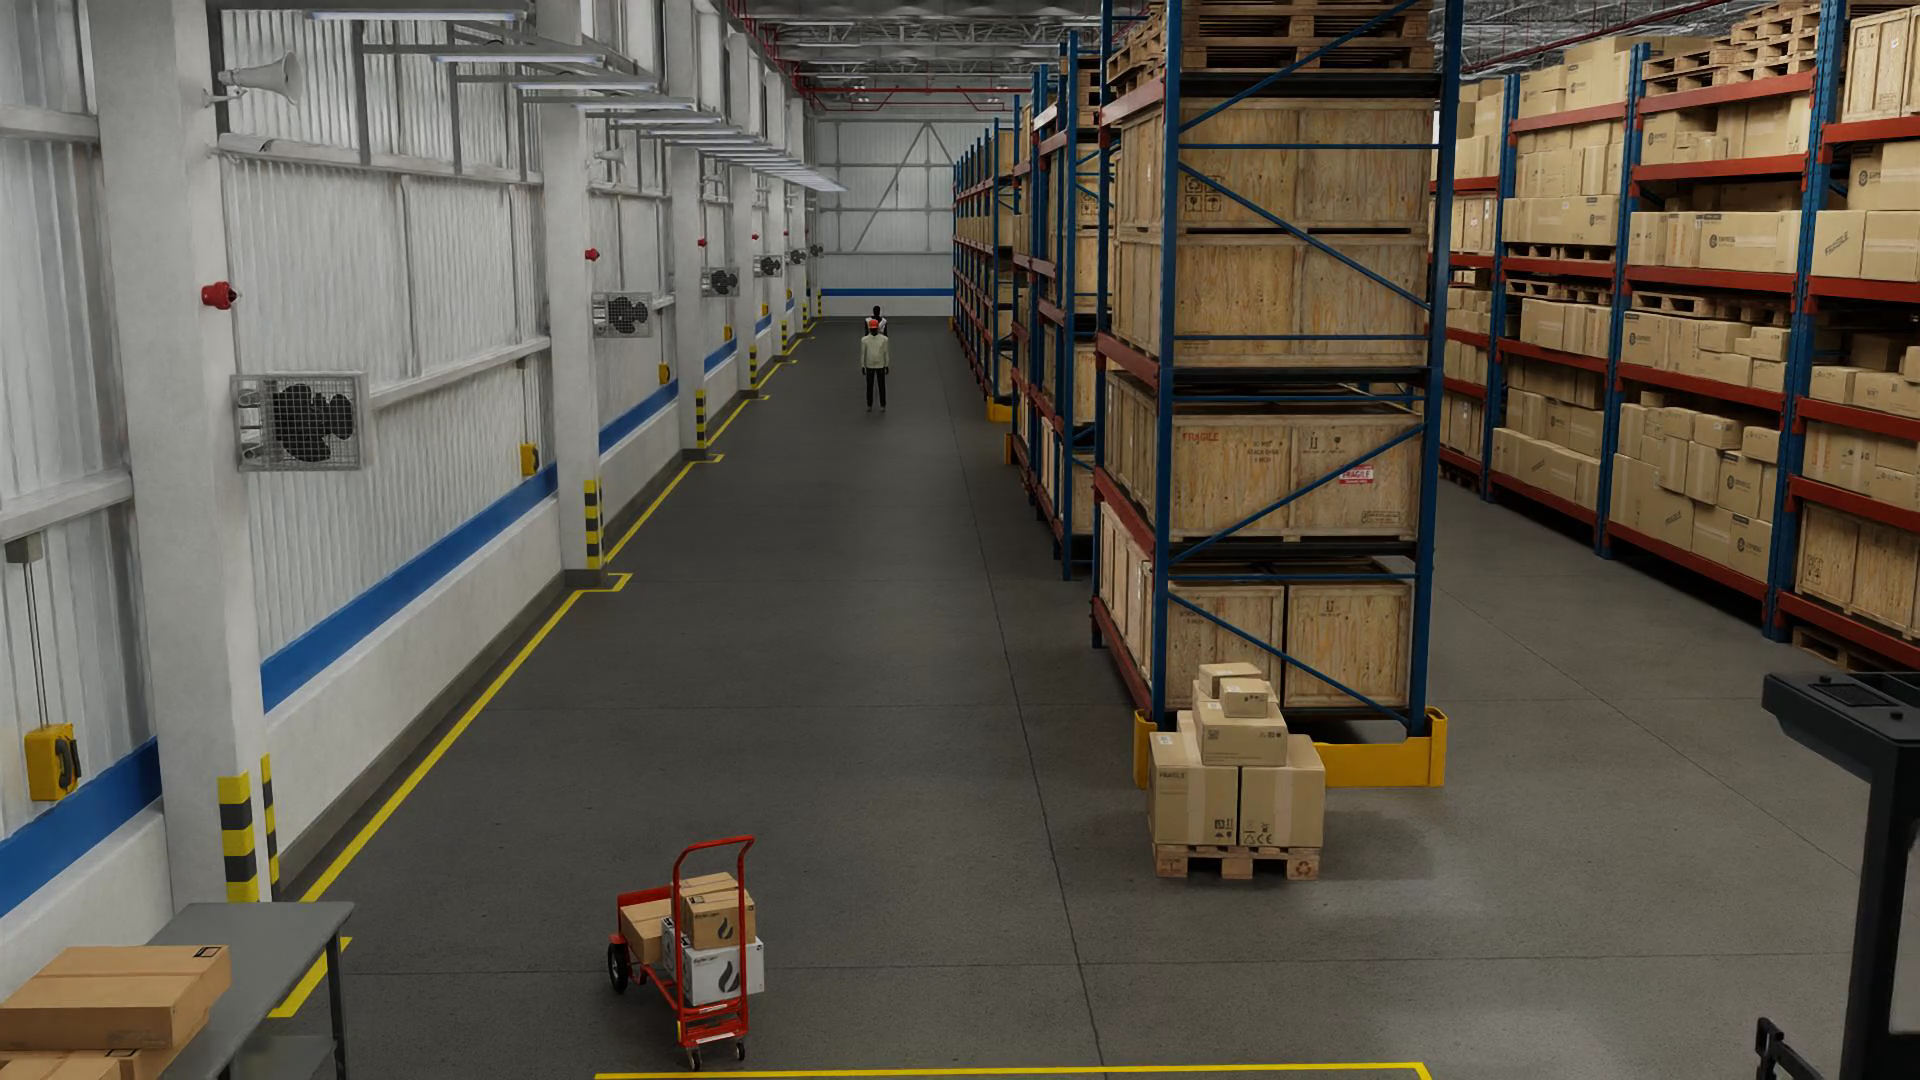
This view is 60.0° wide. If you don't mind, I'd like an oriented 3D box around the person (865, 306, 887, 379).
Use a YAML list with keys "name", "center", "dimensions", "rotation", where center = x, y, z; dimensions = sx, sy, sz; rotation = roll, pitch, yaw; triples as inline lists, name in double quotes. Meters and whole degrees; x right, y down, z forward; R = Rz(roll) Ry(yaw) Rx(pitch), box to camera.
- name: "person"
  center: [-2.163, -5.071, 42.785]
  dimensions: [0.597, 1.907, 0.414]
  rotation: [-3, 11, -15]

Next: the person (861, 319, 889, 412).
- name: "person"
  center: [-1.818, -3.730, 35.596]
  dimensions: [0.617, 1.988, 0.402]
  rotation: [0, 11, 2]
